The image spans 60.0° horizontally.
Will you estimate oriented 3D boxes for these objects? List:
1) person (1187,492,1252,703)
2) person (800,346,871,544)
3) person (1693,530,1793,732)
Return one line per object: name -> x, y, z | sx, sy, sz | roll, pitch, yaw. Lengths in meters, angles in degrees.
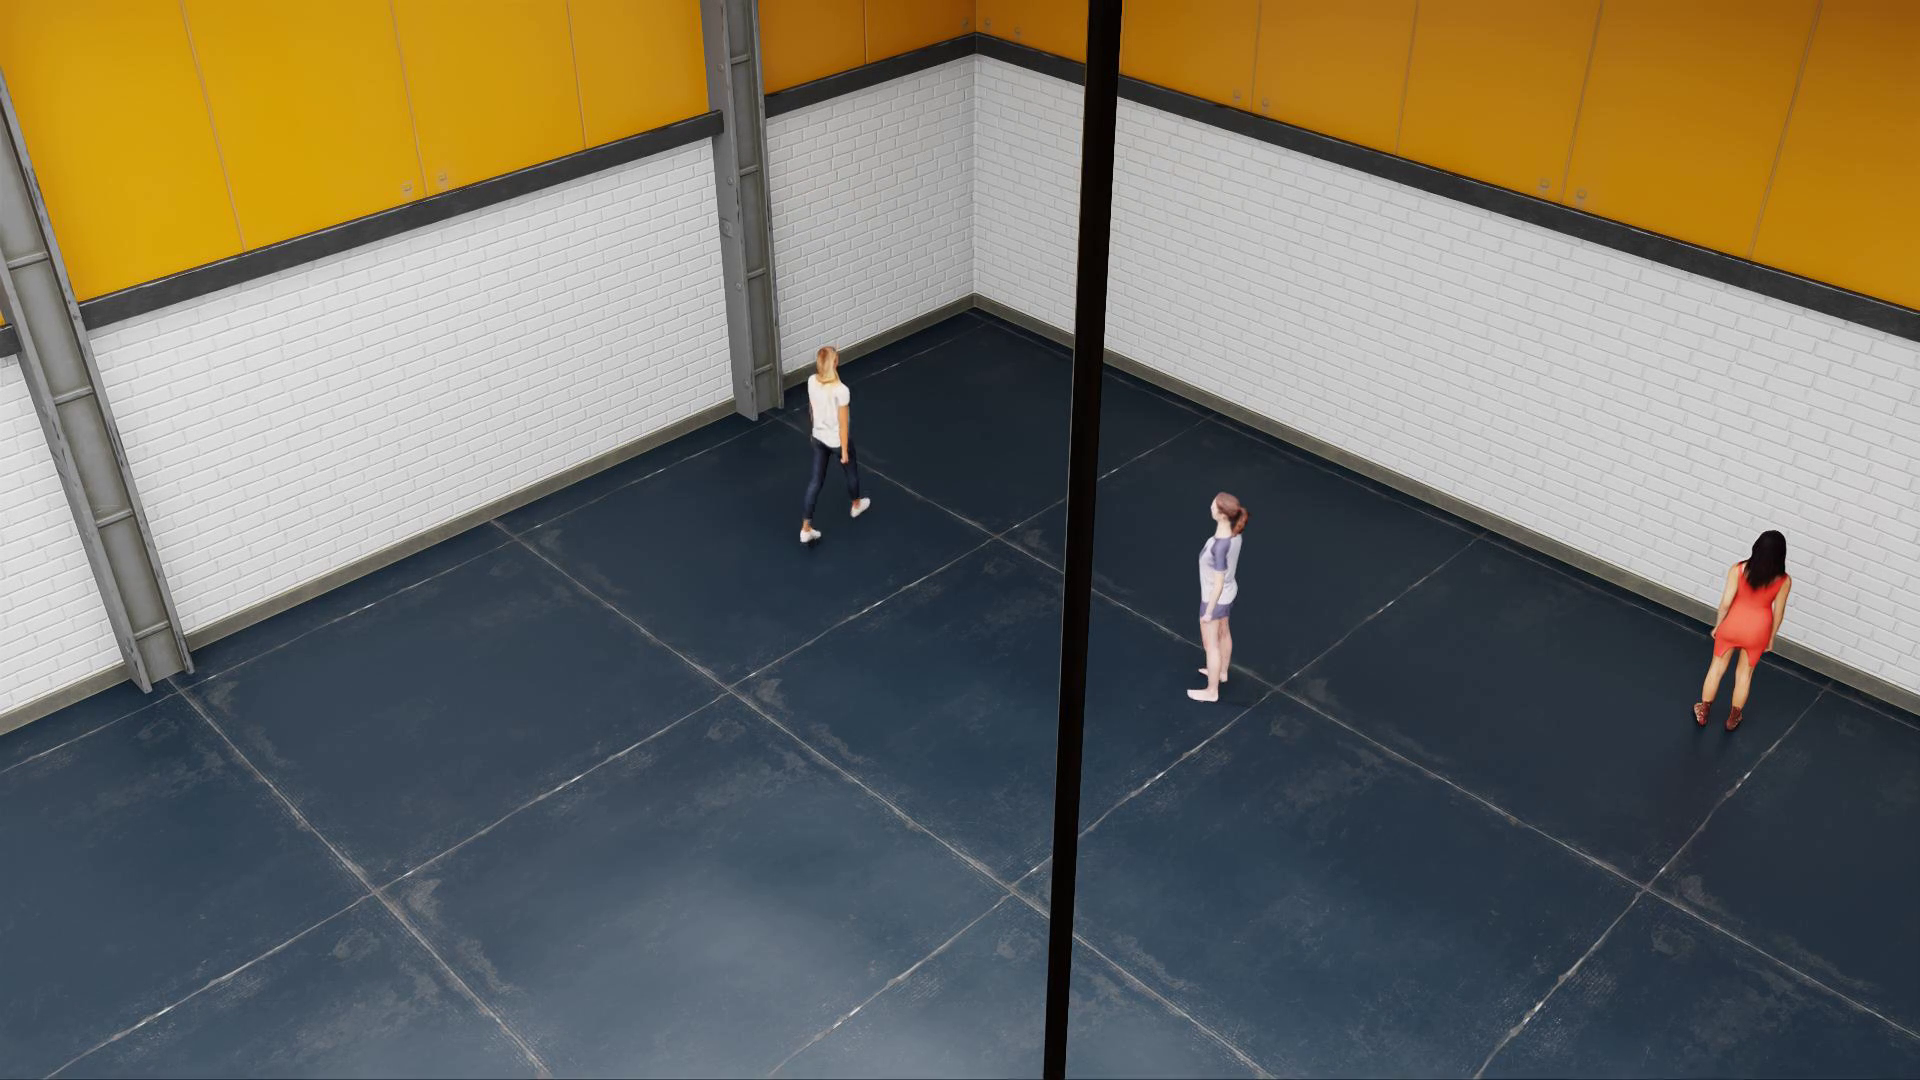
person -> 1.919, 0.415, 12.339 | 0.703, 1.766, 0.578 | 16, 37, 23
person -> -1.160, -0.778, 14.131 | 0.800, 1.768, 1.201 | 19, 38, 26
person -> 5.667, 0.655, 12.019 | 0.659, 1.719, 0.650 | 13, 36, 19
